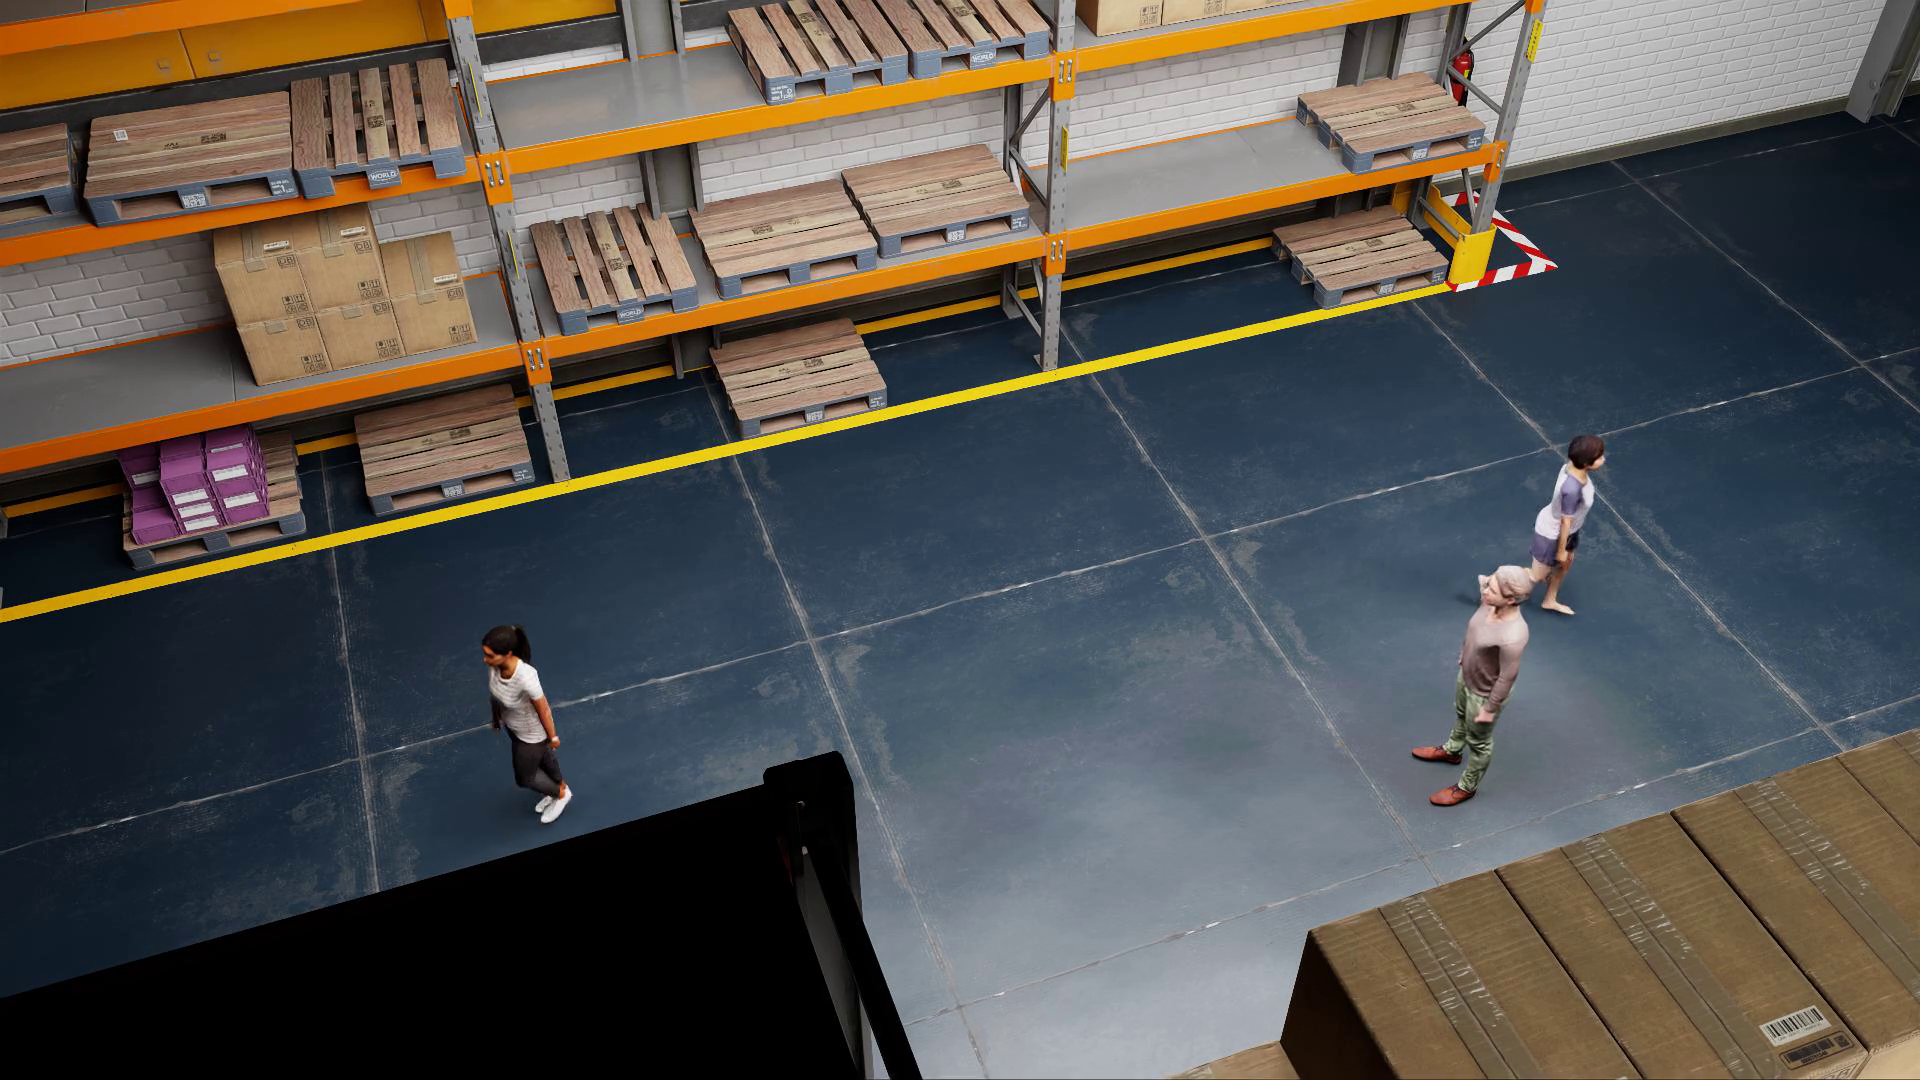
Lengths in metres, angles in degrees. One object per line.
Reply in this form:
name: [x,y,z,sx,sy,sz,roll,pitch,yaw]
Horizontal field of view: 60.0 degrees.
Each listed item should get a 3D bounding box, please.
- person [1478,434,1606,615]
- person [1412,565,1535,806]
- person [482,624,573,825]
person: [3.924,-0.081,11.119,0.969,1.544,0.901,16,46,16]
person: [3.117,0.848,9.906,0.707,1.874,0.741,-2,44,-2]
person: [-2.497,1.047,9.869,0.688,1.635,0.662,-31,52,-29]
